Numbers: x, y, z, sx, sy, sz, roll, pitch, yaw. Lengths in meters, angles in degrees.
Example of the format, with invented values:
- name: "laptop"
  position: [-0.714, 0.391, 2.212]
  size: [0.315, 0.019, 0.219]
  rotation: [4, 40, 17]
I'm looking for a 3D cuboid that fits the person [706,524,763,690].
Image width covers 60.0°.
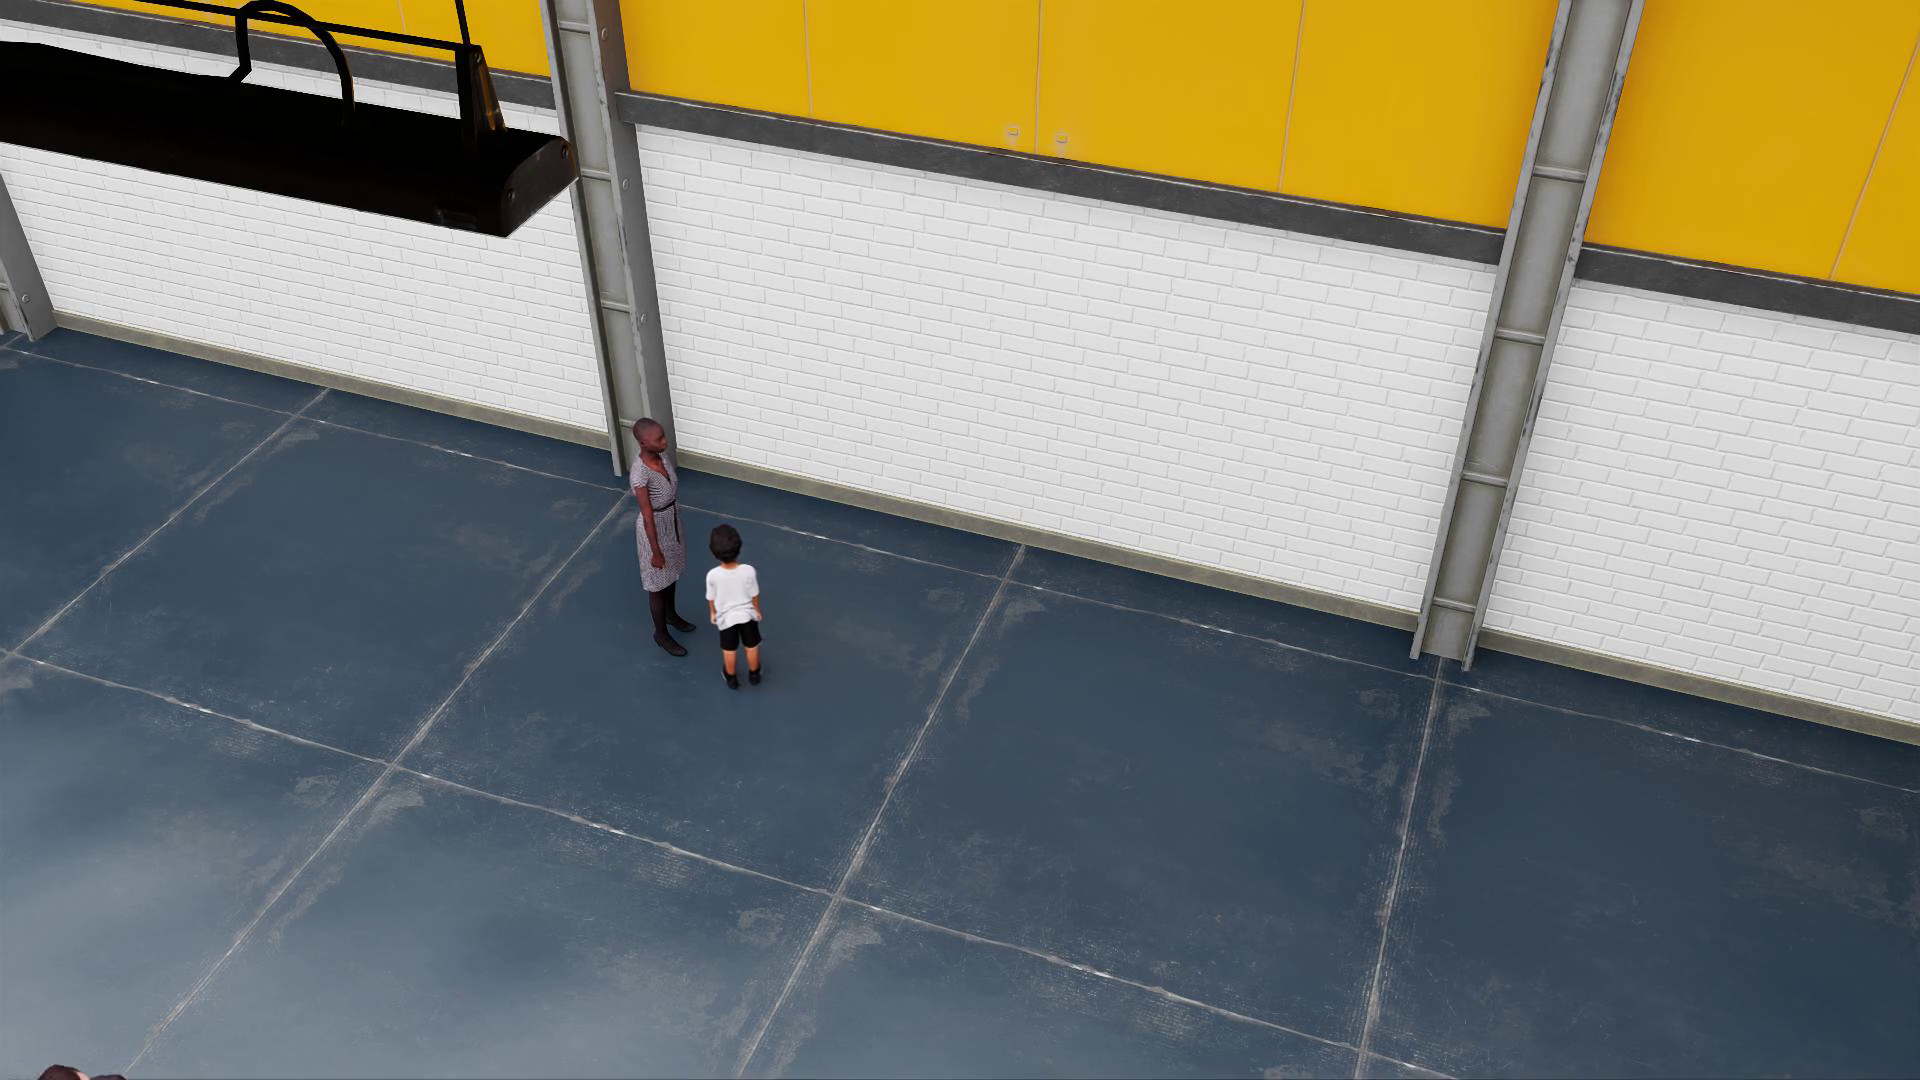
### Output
- name: "person"
  position: [-1.411, 0.441, 10.511]
  size: [0.561, 1.258, 0.635]
  rotation: [-6, 39, -7]

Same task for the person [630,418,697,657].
- name: "person"
  position: [-1.922, -0.032, 10.678]
  size: [0.590, 1.788, 0.668]
  rotation: [5, 39, 6]
